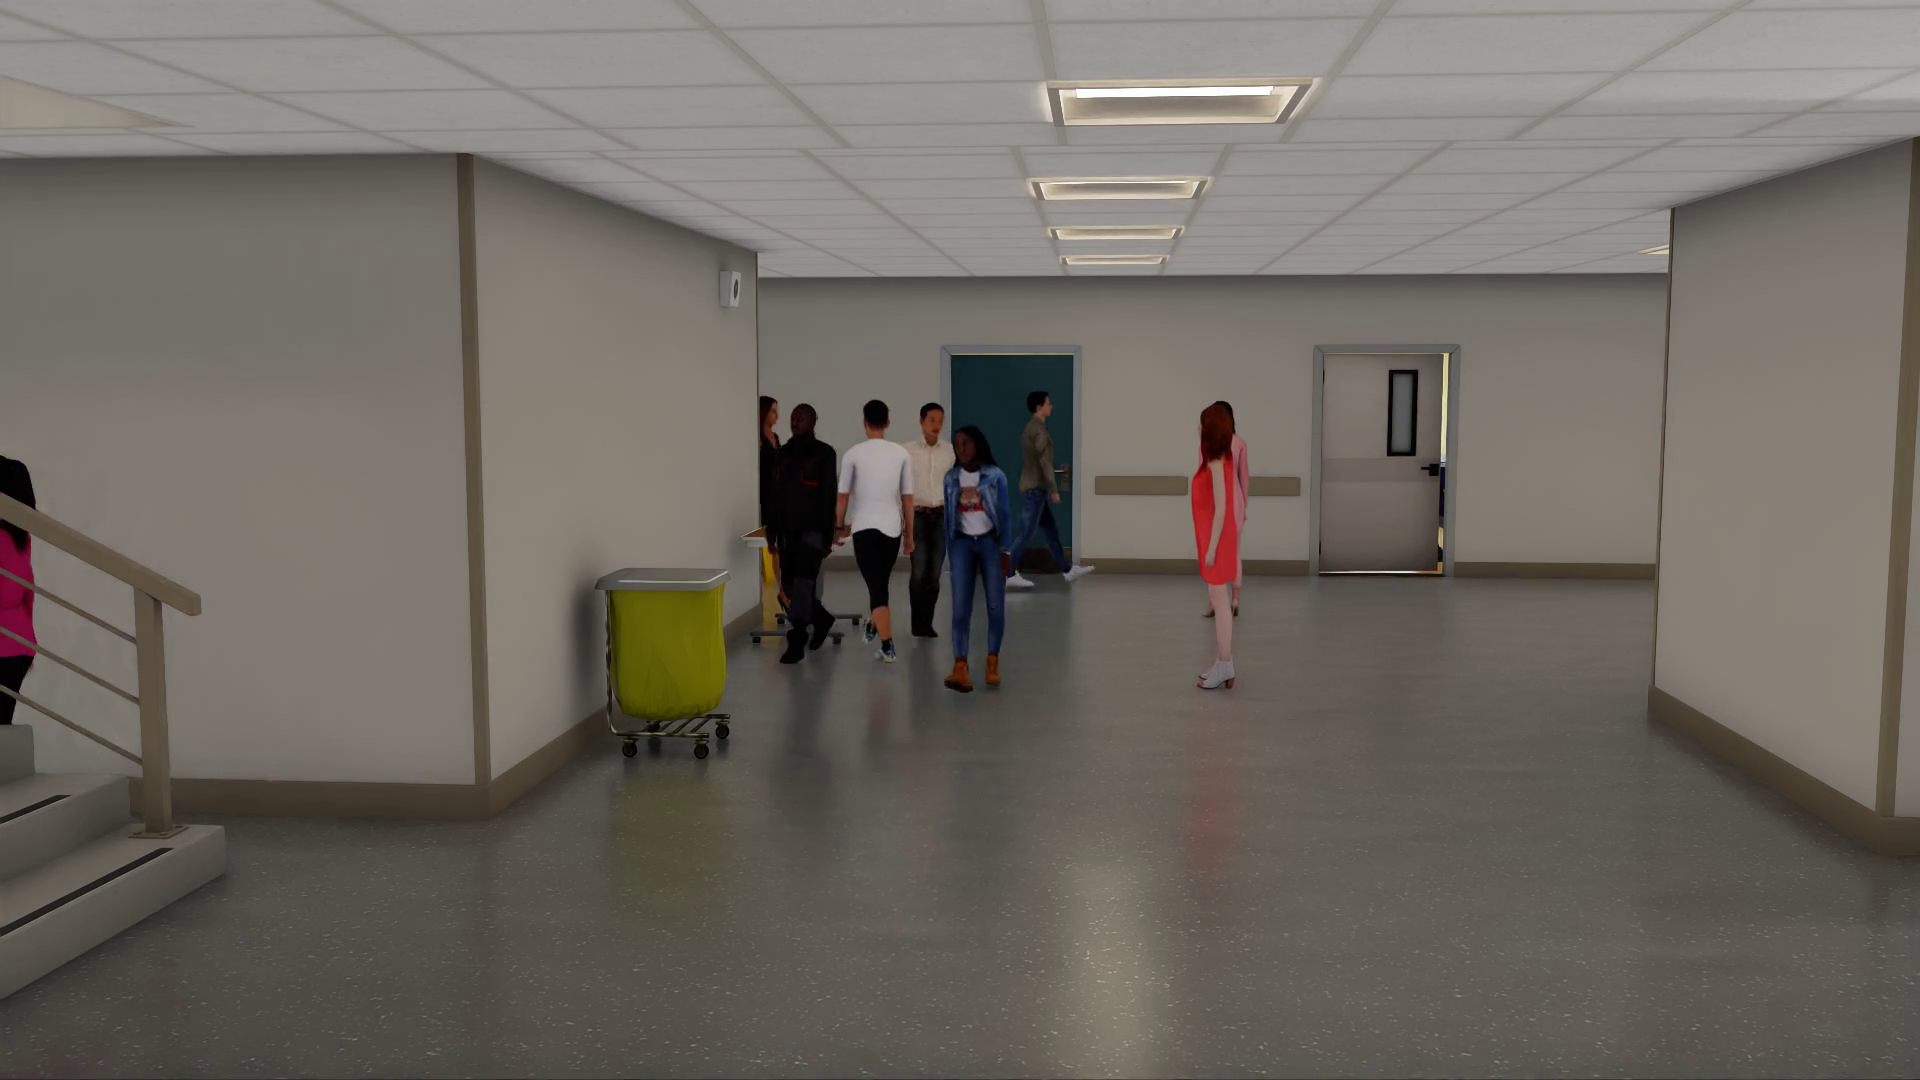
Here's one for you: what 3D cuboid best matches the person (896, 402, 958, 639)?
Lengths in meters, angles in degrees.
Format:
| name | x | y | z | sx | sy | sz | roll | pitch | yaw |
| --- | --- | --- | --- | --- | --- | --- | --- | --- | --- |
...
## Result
| name | x | y | z | sx | sy | sz | roll | pitch | yaw |
| --- | --- | --- | --- | --- | --- | --- | --- | --- | --- |
| person | -0.262 | -0.146 | 12.732 | 0.694 | 1.797 | 0.829 | -2 | 6 | -15 |

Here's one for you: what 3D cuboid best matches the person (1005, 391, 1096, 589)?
| name | x | y | z | sx | sy | sz | roll | pitch | yaw |
| --- | --- | --- | --- | --- | --- | --- | --- | --- | --- |
| person | 0.620 | -0.430 | 15.456 | 1.121 | 1.817 | 0.766 | 0 | 6 | -2 |

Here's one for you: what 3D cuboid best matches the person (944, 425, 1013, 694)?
| name | x | y | z | sx | sy | sz | roll | pitch | yaw |
| --- | --- | --- | --- | --- | --- | --- | --- | --- | --- |
| person | 0.143 | 0.136 | 10.590 | 1.122 | 1.665 | 0.768 | 1 | 6 | 8 |

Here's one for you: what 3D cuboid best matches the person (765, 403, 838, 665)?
| name | x | y | z | sx | sy | sz | roll | pitch | yaw |
| --- | --- | --- | --- | --- | --- | --- | --- | --- | --- |
| person | -1.082 | -0.062 | 11.873 | 1.157 | 1.801 | 1.029 | 3 | 7 | 29 |

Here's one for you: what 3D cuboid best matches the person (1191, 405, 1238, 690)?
| name | x | y | z | sx | sy | sz | roll | pitch | yaw |
| --- | --- | --- | --- | --- | --- | --- | --- | --- | --- |
| person | 1.663 | 0.038 | 10.759 | 0.559 | 1.826 | 0.624 | 1 | 6 | 13 |

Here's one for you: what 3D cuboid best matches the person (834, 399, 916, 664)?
| name | x | y | z | sx | sy | sz | roll | pitch | yaw |
| --- | --- | --- | --- | --- | --- | --- | --- | --- | --- |
| person | -0.556 | -0.024 | 11.498 | 1.249 | 1.800 | 1.065 | -2 | 6 | -19 |

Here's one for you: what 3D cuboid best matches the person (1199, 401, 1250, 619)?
| name | x | y | z | sx | sy | sz | roll | pitch | yaw |
| --- | --- | --- | --- | --- | --- | --- | --- | --- | --- |
| person | 2.174 | -0.254 | 13.780 | 0.569 | 1.802 | 0.732 | -1 | 6 | -12 |

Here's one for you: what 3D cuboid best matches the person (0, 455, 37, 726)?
| name | x | y | z | sx | sy | sz | roll | pitch | yaw |
| --- | --- | --- | --- | --- | --- | --- | --- | --- | --- |
| person | -3.966 | 0.486 | 6.965 | 0.646 | 1.694 | 0.628 | 0 | 6 | -2 |
